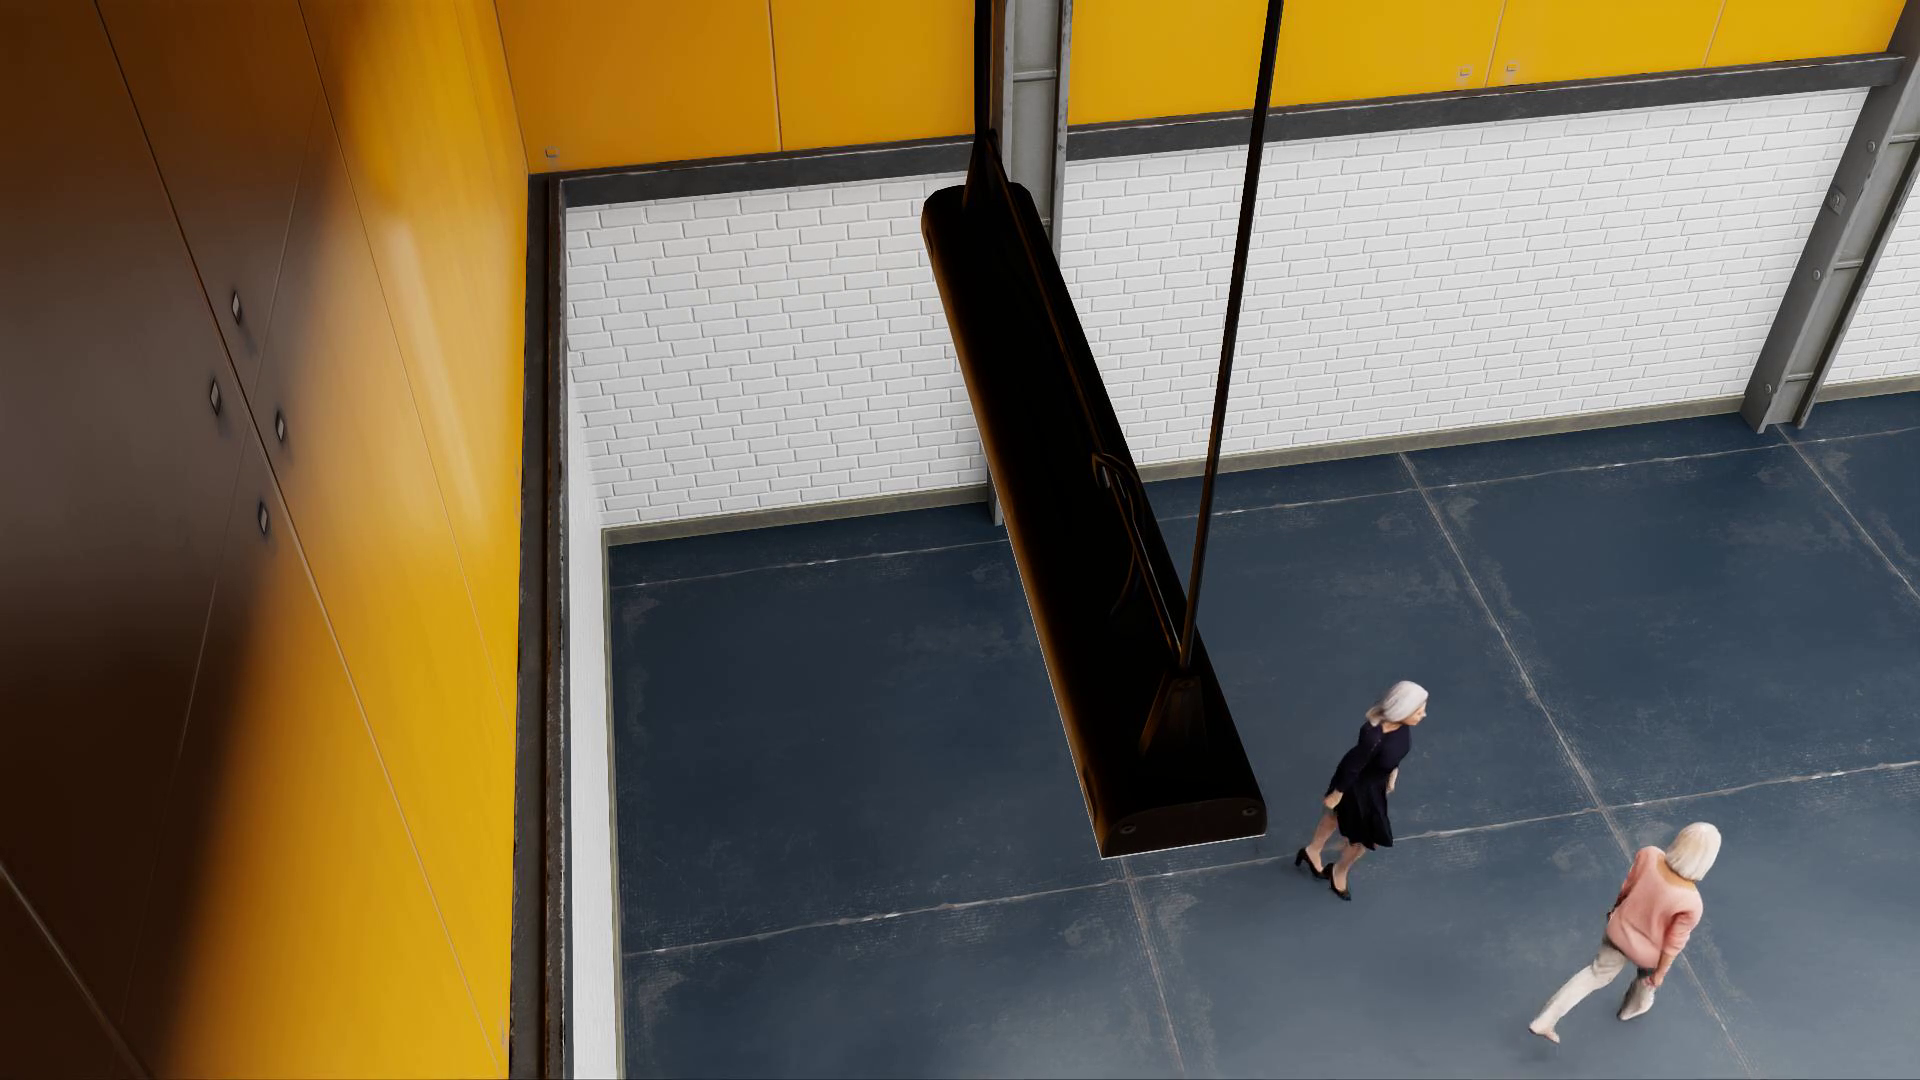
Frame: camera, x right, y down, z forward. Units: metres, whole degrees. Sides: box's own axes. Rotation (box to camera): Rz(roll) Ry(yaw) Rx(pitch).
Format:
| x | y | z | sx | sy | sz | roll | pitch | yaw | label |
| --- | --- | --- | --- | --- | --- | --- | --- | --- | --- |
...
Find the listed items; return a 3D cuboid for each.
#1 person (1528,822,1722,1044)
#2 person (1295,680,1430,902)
| x | y | z | sx | sy | sz | roll | pitch | yaw | label |
| --- | --- | --- | --- | --- | --- | --- | --- | --- | --- |
| 3.430 | 2.086 | 8.564 | 1.134 | 1.689 | 0.802 | -18 | 46 | -18 | person |
| 2.187 | 1.362 | 9.305 | 0.891 | 1.716 | 0.830 | 29 | 51 | 27 | person |
